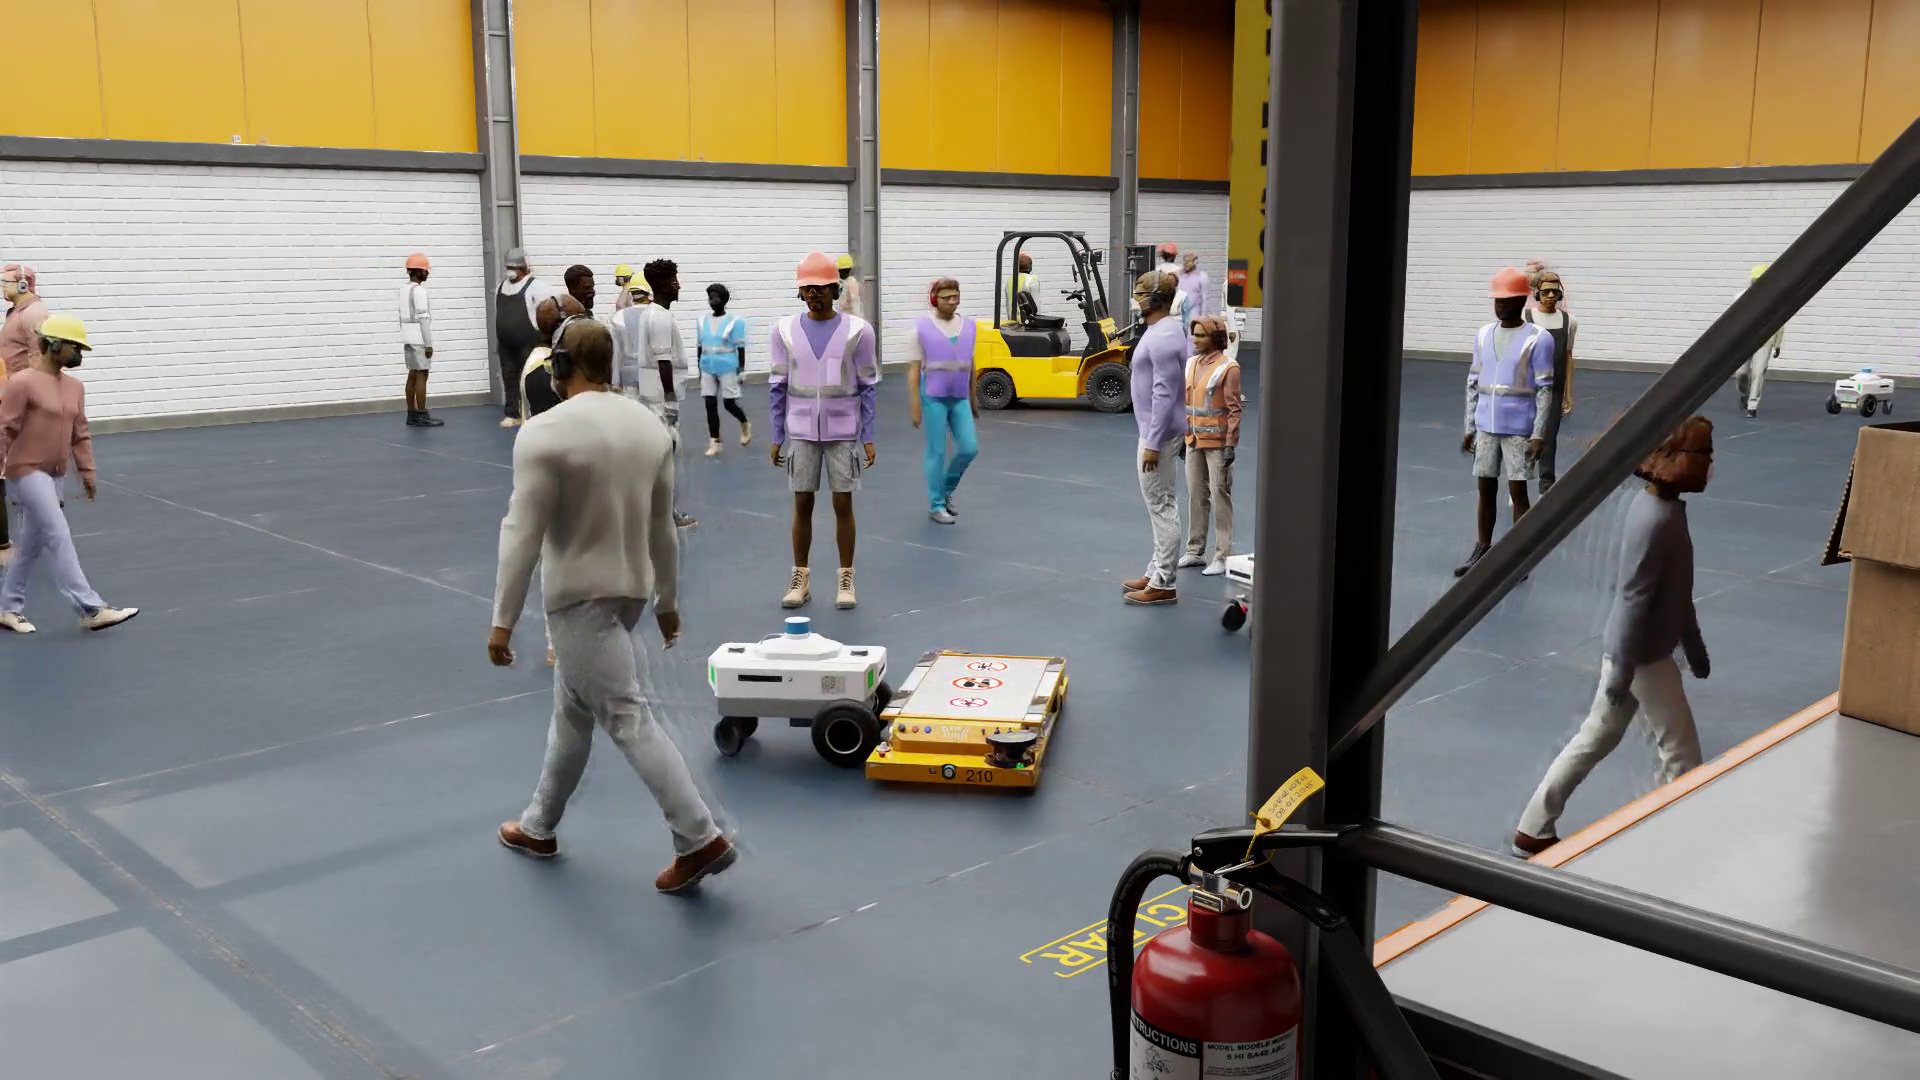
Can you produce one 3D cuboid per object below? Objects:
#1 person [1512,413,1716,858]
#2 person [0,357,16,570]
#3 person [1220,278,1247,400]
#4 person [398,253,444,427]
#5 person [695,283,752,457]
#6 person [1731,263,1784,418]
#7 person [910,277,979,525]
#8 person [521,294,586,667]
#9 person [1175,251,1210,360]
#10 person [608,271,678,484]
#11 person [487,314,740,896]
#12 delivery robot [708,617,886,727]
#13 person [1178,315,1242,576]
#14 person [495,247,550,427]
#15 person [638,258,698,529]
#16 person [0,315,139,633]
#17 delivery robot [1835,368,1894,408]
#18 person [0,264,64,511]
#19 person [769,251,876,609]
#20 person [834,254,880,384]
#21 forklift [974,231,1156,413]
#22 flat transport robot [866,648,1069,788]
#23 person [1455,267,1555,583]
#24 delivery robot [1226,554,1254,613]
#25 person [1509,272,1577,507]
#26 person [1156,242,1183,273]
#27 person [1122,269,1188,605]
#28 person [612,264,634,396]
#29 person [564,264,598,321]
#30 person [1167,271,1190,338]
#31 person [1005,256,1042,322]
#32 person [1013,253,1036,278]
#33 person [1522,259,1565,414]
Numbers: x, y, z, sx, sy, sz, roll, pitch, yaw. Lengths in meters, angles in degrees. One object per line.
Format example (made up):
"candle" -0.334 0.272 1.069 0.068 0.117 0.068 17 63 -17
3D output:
"person" 2.265 0.367 5.408 0.876 1.578 0.500 4 11 21
"person" -6.293 -0.651 10.621 0.539 1.698 0.319 0 10 0
"person" 3.524 -2.722 21.405 0.355 1.887 0.574 3 11 14
"person" -6.045 -2.237 18.628 0.373 1.934 0.551 -9 14 -42
"person" -2.299 -1.658 16.178 0.540 1.680 0.583 4 11 21
"person" 9.365 -2.354 19.591 0.607 1.815 0.555 6 12 28
"person" -0.109 -1.024 12.295 0.590 1.827 0.447 -7 12 -32
"person" -1.949 -0.294 8.285 0.429 1.844 0.633 -1 10 -7
"person" 3.518 -3.480 25.508 0.662 1.888 0.634 8 13 38
"person" -2.670 -1.356 14.117 0.591 1.829 0.404 -1 10 -6
"person" -1.151 0.209 5.466 1.021 1.885 0.713 6 12 30
"delivery robot" -0.672 0.561 6.881 0.707 0.478 0.477 1 11 6
"person" 1.566 -0.598 10.504 0.308 1.636 0.524 -6 12 -31
"person" -4.867 -2.292 18.645 0.707 2.000 0.759 5 11 25
"person" -2.156 -1.063 12.143 0.362 1.966 0.611 -4 11 -19
"person" -4.837 -0.337 8.879 0.862 1.701 0.588 1 10 5
"delivery robot" 10.769 -1.807 19.797 0.707 0.478 0.477 -6 12 -29
"person" -7.274 -1.189 12.982 0.410 1.913 0.642 -8 13 -37
"person" -0.783 -0.610 9.463 0.613 2.041 0.393 1 10 4
"person" -1.589 -3.092 23.498 0.990 1.871 0.680 -1 10 -8
"forklift" 1.222 -2.721 20.561 2.313 2.155 1.214 2 11 13
"flat transport robot" 0.071 0.720 7.048 0.652 0.197 1.431 2 11 9
"person" 3.339 -0.697 10.235 0.371 1.934 0.557 -8 13 -39
"delivery robot" 1.784 0.180 8.959 0.707 0.478 0.477 -6 12 -28
"person" 4.563 -1.168 13.050 0.506 1.846 0.346 0 10 1
"person" 3.357 -3.837 27.122 0.636 2.027 0.725 9 14 42
"person" 1.136 -0.589 9.636 0.371 1.941 0.627 1 10 7
"person" -4.274 -2.639 21.286 0.310 1.768 0.533 -5 12 -26
"person" -2.840 -1.073 12.332 0.371 1.916 0.597 2 11 11
"person" 2.950 -2.948 23.345 0.546 1.612 0.649 2 11 9
"person" 0.926 -3.090 23.530 0.429 1.845 0.633 -10 14 -42
"person" 1.068 -3.652 26.588 0.470 1.860 0.718 -5 12 -25
"person" 6.507 -2.252 18.894 0.919 1.868 0.649 -6 12 -31
